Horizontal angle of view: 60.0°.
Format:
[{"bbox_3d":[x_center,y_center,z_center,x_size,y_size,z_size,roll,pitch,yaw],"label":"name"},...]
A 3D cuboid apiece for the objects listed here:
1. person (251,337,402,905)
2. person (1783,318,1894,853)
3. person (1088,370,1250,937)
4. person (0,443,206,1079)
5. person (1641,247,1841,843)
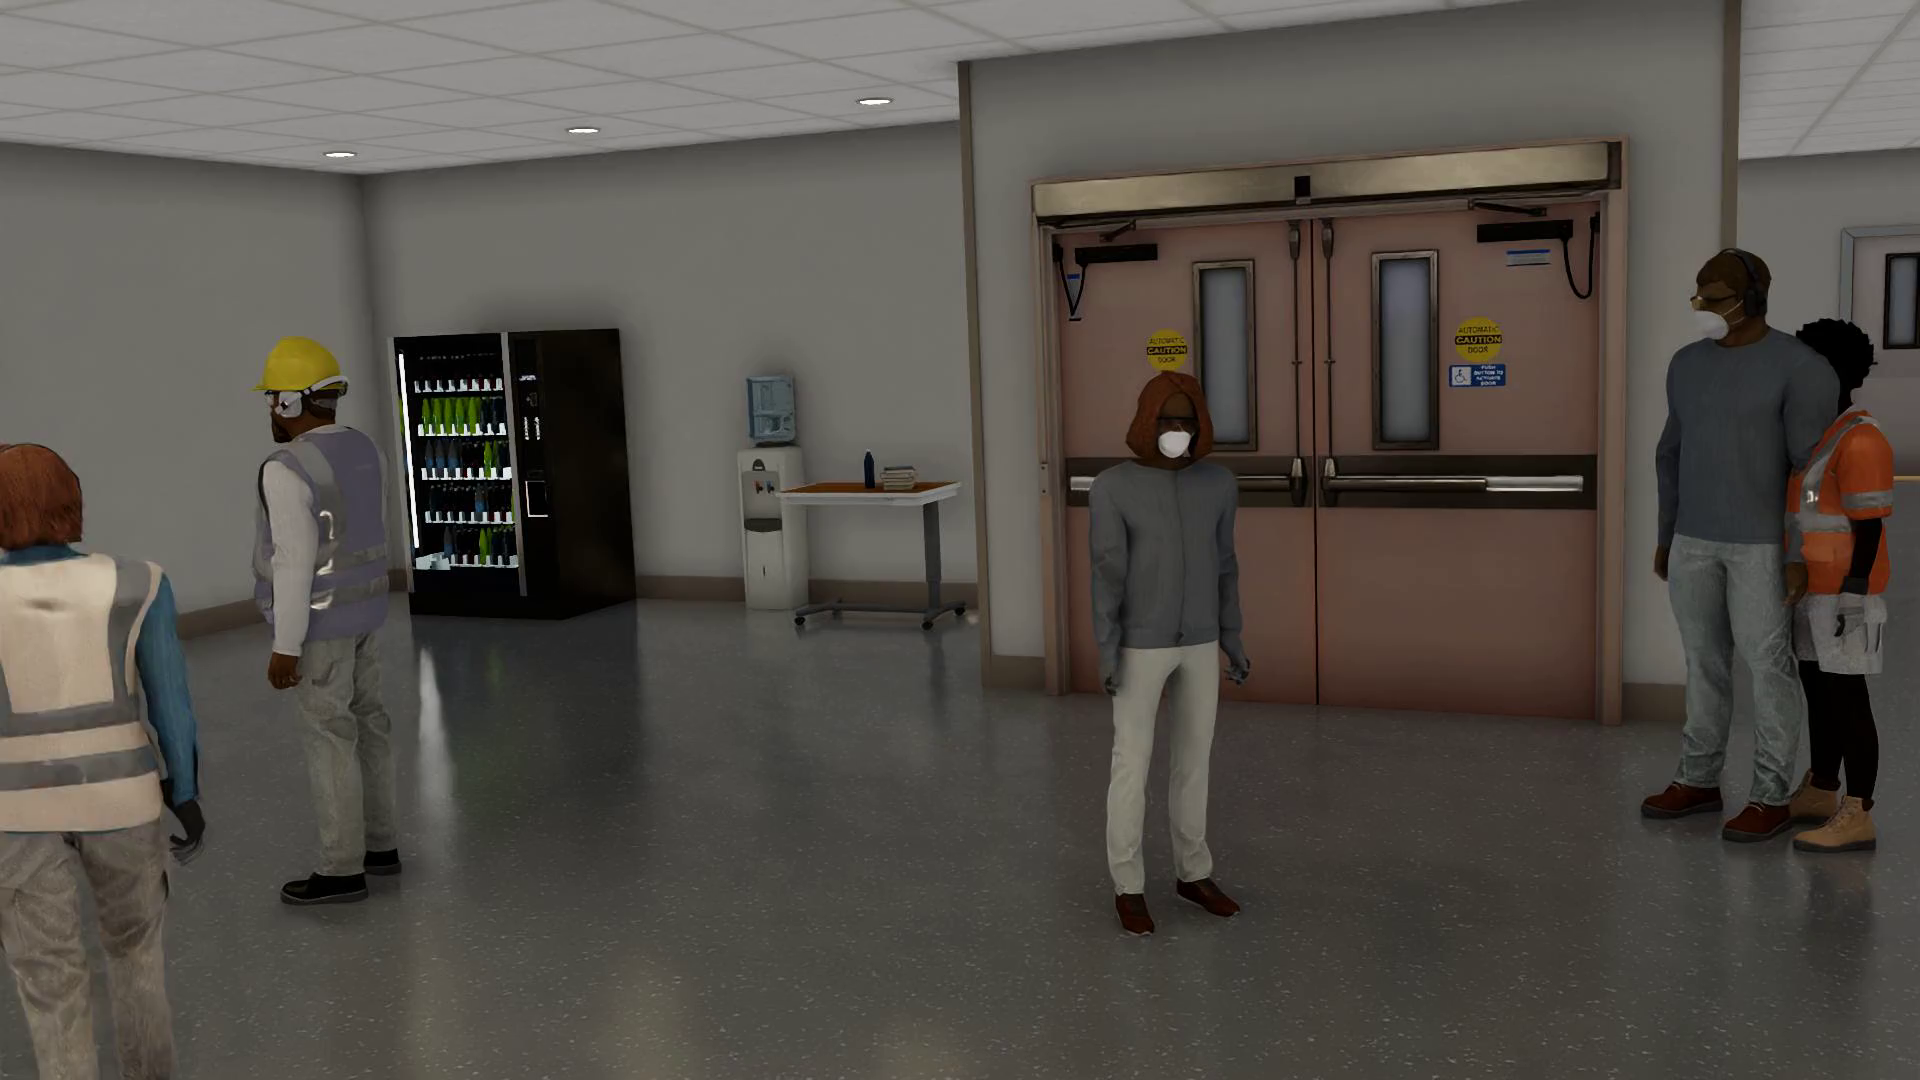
[{"bbox_3d":[-2.072,0.259,5.419,0.404,1.833,0.588,-1,7,8],"label":"person"},{"bbox_3d":[2.784,0.142,5.339,0.316,1.696,0.541,-1,7,7],"label":"person"},{"bbox_3d":[0.616,0.321,4.874,0.497,1.633,0.279,-5,8,-23],"label":"person"},{"bbox_3d":[-1.967,0.594,3.651,0.539,1.605,0.736,-7,9,-31],"label":"person"},{"bbox_3d":[2.557,0.015,5.486,0.370,1.934,0.627,-6,8,-26],"label":"person"}]
